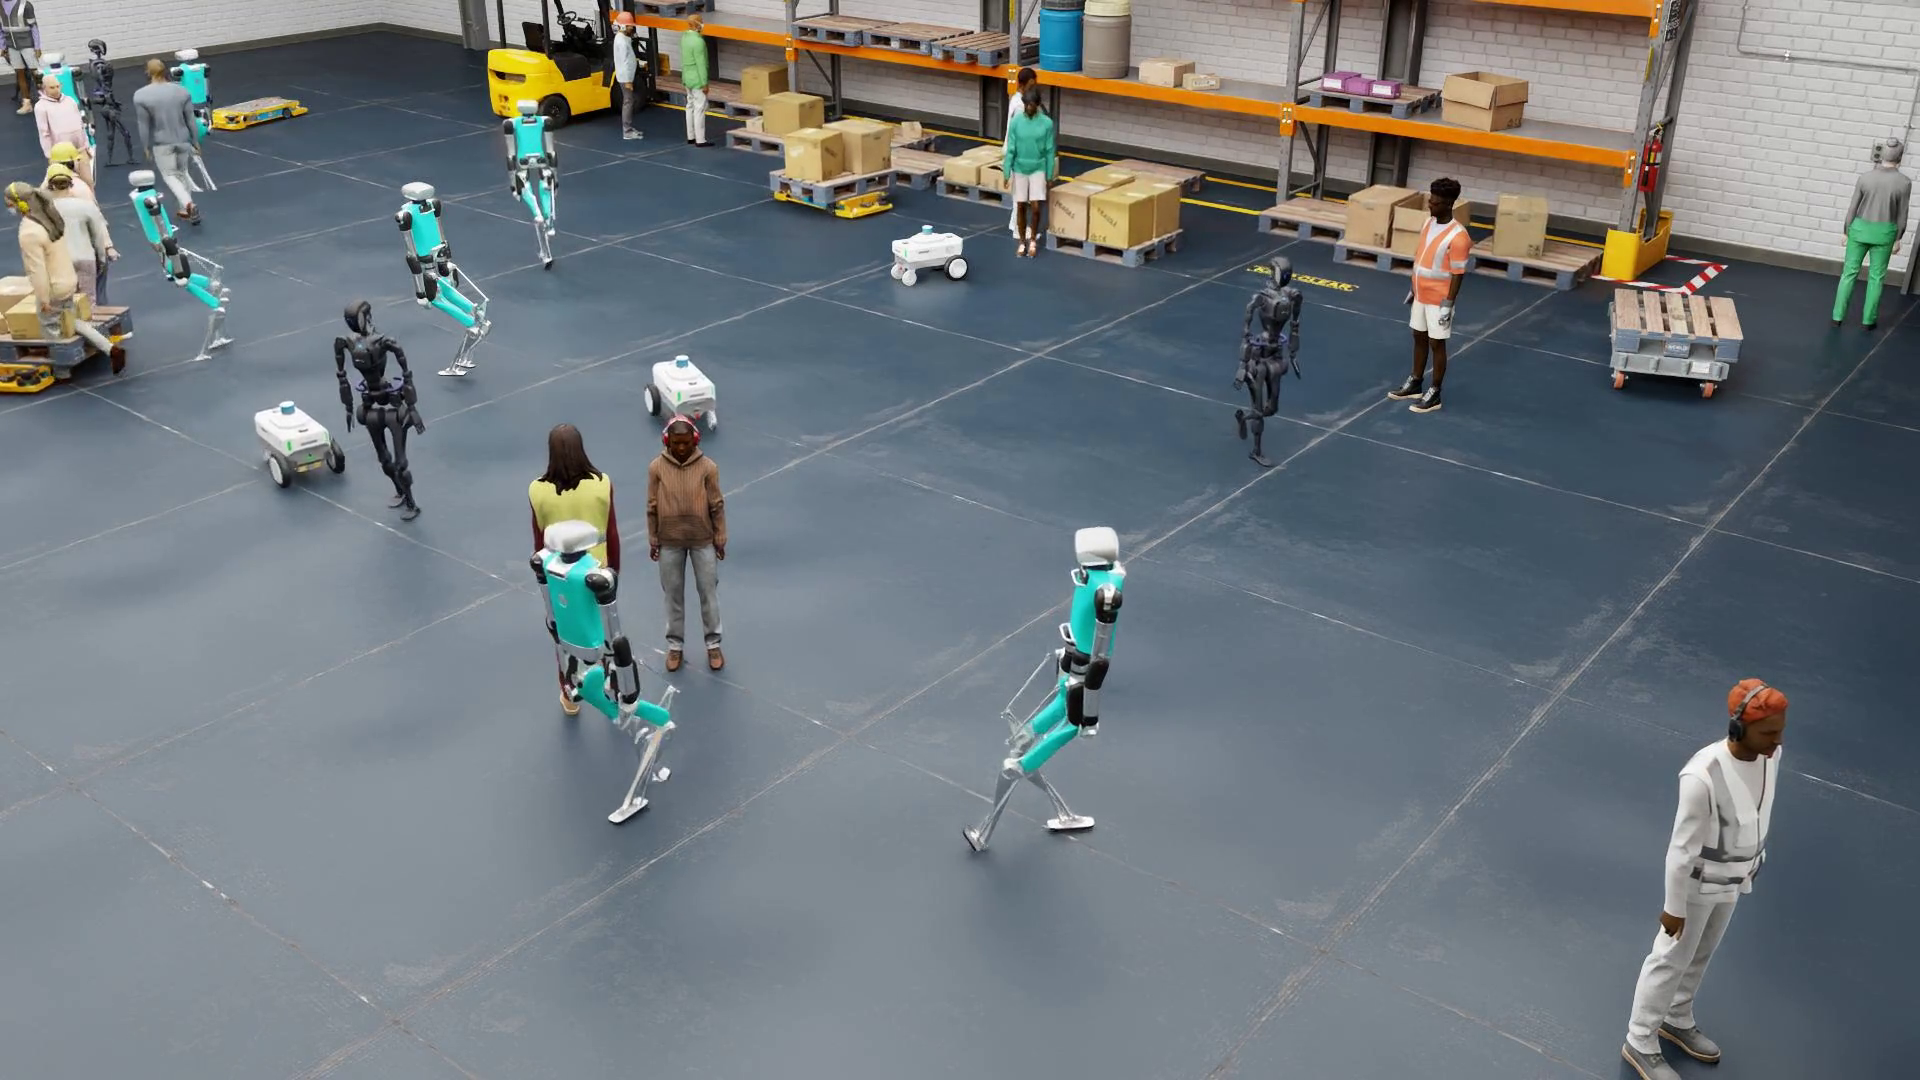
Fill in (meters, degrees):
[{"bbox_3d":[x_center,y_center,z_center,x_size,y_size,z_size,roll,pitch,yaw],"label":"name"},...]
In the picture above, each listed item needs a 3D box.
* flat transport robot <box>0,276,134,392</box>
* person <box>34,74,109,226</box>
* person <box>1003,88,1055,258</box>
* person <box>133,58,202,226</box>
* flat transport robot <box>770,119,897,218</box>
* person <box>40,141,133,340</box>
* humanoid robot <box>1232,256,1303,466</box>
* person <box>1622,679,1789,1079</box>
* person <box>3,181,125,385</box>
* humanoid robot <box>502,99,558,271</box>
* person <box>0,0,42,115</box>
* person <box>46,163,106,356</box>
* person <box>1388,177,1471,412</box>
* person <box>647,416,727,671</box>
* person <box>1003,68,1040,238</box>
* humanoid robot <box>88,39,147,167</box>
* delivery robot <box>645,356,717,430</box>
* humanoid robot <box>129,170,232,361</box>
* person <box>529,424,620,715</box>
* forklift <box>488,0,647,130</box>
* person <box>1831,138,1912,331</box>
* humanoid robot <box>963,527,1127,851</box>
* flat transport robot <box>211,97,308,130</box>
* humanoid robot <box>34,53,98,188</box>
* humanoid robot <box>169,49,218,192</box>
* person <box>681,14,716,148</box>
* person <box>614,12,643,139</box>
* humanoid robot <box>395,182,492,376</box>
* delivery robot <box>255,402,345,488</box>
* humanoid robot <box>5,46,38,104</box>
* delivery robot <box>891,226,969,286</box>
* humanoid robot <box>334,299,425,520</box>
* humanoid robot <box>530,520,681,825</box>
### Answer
[{"bbox_3d":[-8.257,-1.658,15.004,0.659,0.231,1.431,2,26,4],"label":"flat transport robot"},{"bbox_3d":[-10.224,-4.432,19.024,0.413,1.773,0.537,16,30,30],"label":"person"},{"bbox_3d":[0.738,-3.948,17.951,0.545,1.830,0.535,3,26,6],"label":"person"},{"bbox_3d":[-9.048,-4.556,19.123,0.636,1.910,0.805,-22,34,-38],"label":"person"},{"bbox_3d":[-1.541,-4.169,20.205,1.431,0.231,0.659,23,34,39],"label":"flat transport robot"},{"bbox_3d":[-8.163,-2.748,15.426,0.817,1.863,0.424,13,29,25],"label":"person"},{"bbox_3d":[2.331,-1.440,12.946,0.601,1.635,0.631,-14,29,-26],"label":"humanoid robot"},{"bbox_3d":[3.073,1.398,6.819,0.582,1.882,0.339,-18,31,-32],"label":"person"},{"bbox_3d":[-7.763,-2.191,14.311,0.718,1.851,0.608,0,26,0],"label":"person"},{"bbox_3d":[-4.449,-3.706,17.620,0.531,1.782,1.010,-11,28,-22],"label":"humanoid robot"},{"bbox_3d":[-14.052,-7.398,24.849,0.613,2.047,0.356,0,26,1],"label":"person"},{"bbox_3d":[-8.073,-2.554,15.163,0.546,1.735,0.516,-11,28,-22],"label":"person"},{"bbox_3d":[3.936,-2.045,13.856,0.368,1.965,0.605,-8,27,-17],"label":"person"},{"bbox_3d":[-1.626,0.011,9.965,0.466,1.647,0.325,-1,26,-3],"label":"person"},{"bbox_3d":[0.705,-4.356,18.719,0.436,1.904,0.601,3,26,6],"label":"person"},{"bbox_3d":[-11.142,-5.740,21.849,0.534,1.644,0.596,-11,28,-21],"label":"humanoid robot"},{"bbox_3d":[-2.298,-1.235,13.818,0.499,0.612,0.796,-12,28,-24],"label":"delivery robot"},{"bbox_3d":[-6.931,-2.503,15.072,0.843,1.760,0.539,-19,31,-34],"label":"humanoid robot"},{"bbox_3d":[-2.159,0.186,9.468,0.470,1.764,0.365,-7,27,-14],"label":"person"},{"bbox_3d":[-5.874,-7.334,24.552,1.214,2.155,2.313,19,32,34],"label":"forklift"},{"bbox_3d":[8.666,-2.908,15.785,0.524,1.839,0.325,15,30,28],"label":"person"},{"bbox_3d":[0.352,0.796,8.299,0.890,1.827,0.553,-3,26,-5],"label":"humanoid robot"},{"bbox_3d":[-10.473,-6.333,24.685,0.659,0.231,1.431,12,28,23],"label":"flat transport robot"},{"bbox_3d":[-10.952,-5.129,20.541,0.542,1.799,0.806,-9,27,-18],"label":"humanoid robot"},{"bbox_3d":[-9.579,-5.175,20.591,0.717,1.779,0.546,13,29,25],"label":"humanoid robot"},{"bbox_3d":[-3.634,-6.334,22.957,0.385,1.776,0.546,-16,30,-29],"label":"person"},{"bbox_3d":[-4.670,-6.540,23.422,0.351,1.737,0.574,-4,26,-9],"label":"person"},{"bbox_3d":[-4.373,-2.229,14.344,0.735,1.677,0.533,8,27,16],"label":"humanoid robot"},{"bbox_3d":[-5.133,-0.762,12.831,0.499,0.603,0.795,-21,33,-36],"label":"delivery robot"},{"bbox_3d":[-14.584,-7.581,25.661,0.408,1.647,0.608,2,26,4],"label":"humanoid robot"},{"bbox_3d":[-0.323,-2.989,17.449,0.813,0.609,0.499,-13,29,-25],"label":"delivery robot"},{"bbox_3d":[-4.156,-0.966,11.963,0.609,1.634,0.478,4,26,7],"label":"humanoid robot"},{"bbox_3d":[-1.710,0.686,8.583,0.547,1.884,0.802,17,31,32],"label":"humanoid robot"}]
